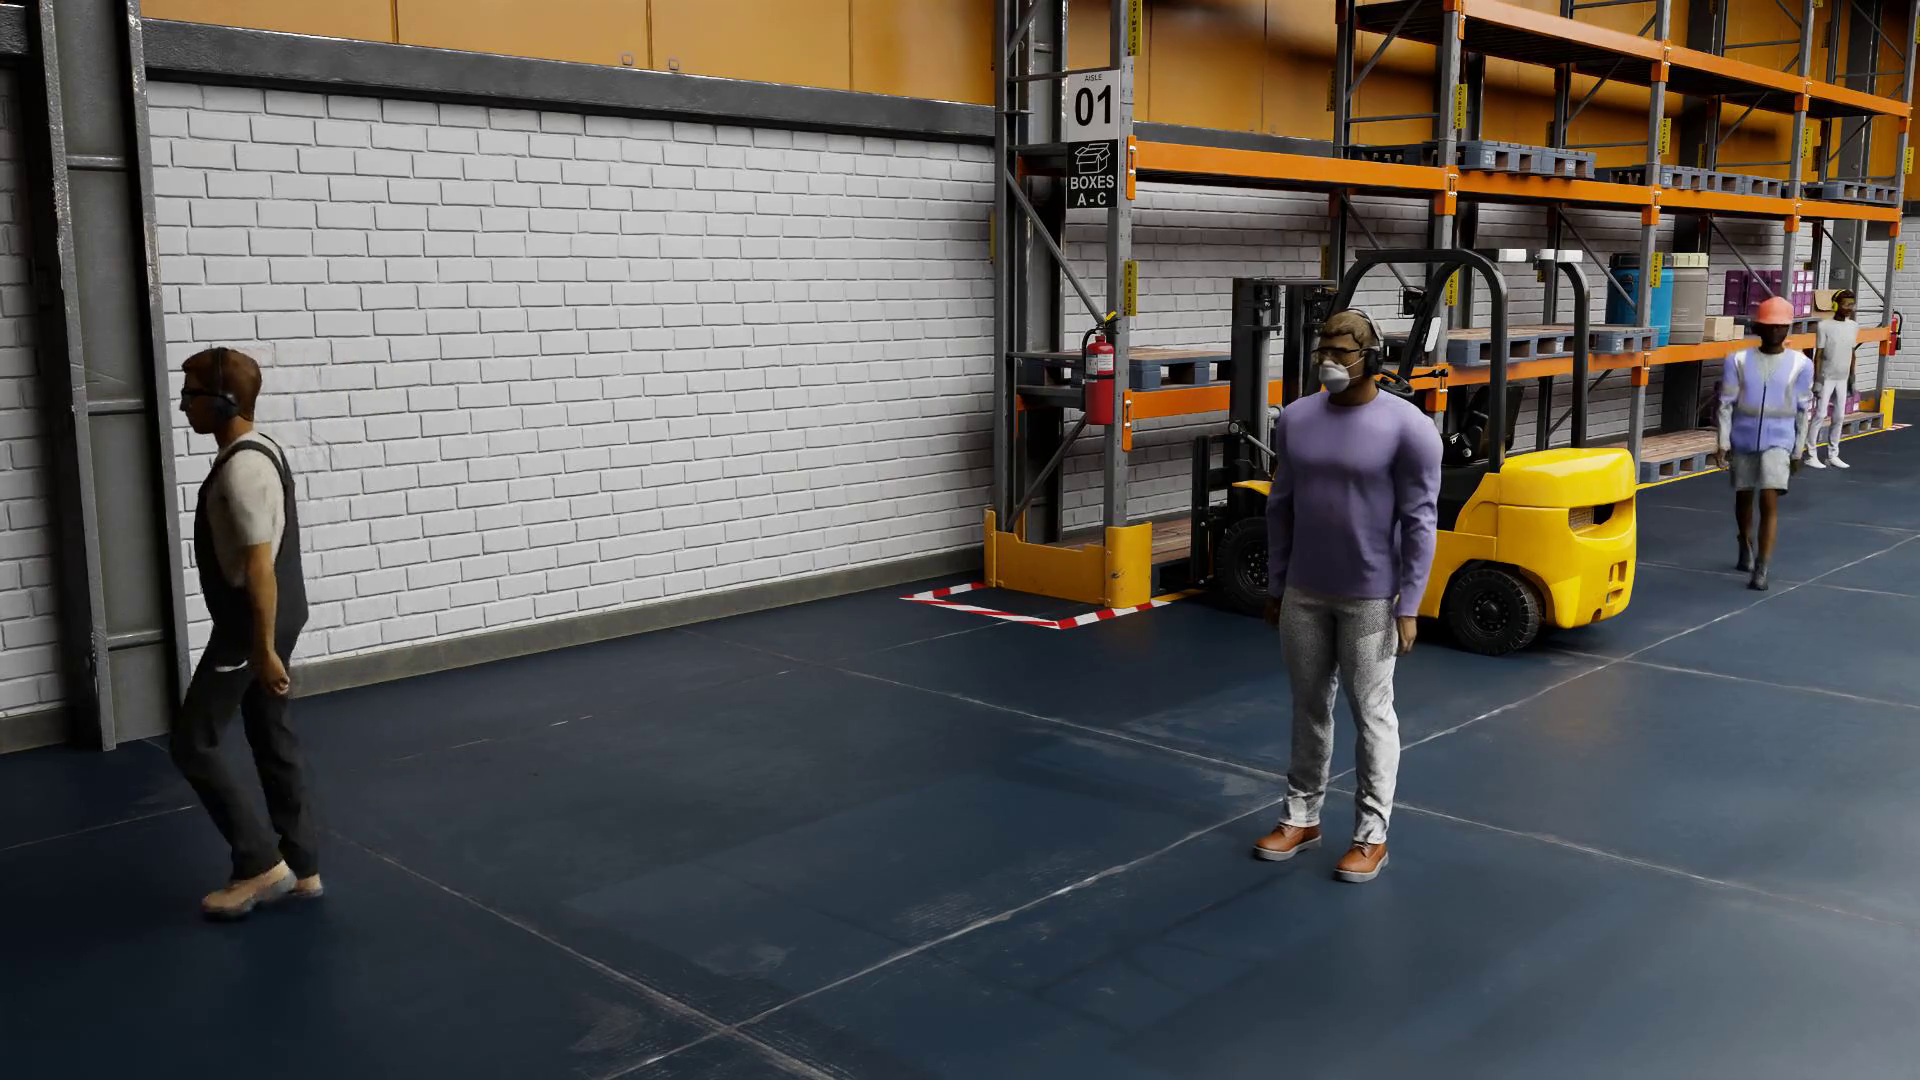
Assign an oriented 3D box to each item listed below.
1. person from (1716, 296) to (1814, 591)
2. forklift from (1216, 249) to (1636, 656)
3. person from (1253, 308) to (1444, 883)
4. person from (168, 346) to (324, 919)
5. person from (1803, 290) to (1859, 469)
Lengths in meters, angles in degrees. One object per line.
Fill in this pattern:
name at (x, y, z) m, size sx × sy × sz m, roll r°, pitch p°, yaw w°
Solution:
person at (5.328, -0.663, 11.031) m, size 0.537 × 1.904 × 0.971 m, roll 5°, pitch 11°, yaw 30°
forklift at (2.710, -0.584, 9.626) m, size 2.313 × 2.155 × 1.214 m, roll 9°, pitch 13°, yaw 43°
person at (1.310, 0.187, 5.680) m, size 0.627 × 1.940 × 0.371 m, roll 9°, pitch 13°, yaw 44°
person at (-2.320, 0.301, 5.325) m, size 0.499 × 1.828 × 0.518 m, roll -2°, pitch 9°, yaw -11°
person at (9.089, -1.665, 17.291) m, size 0.511 × 1.860 × 0.318 m, roll -2°, pitch 10°, yaw -13°
